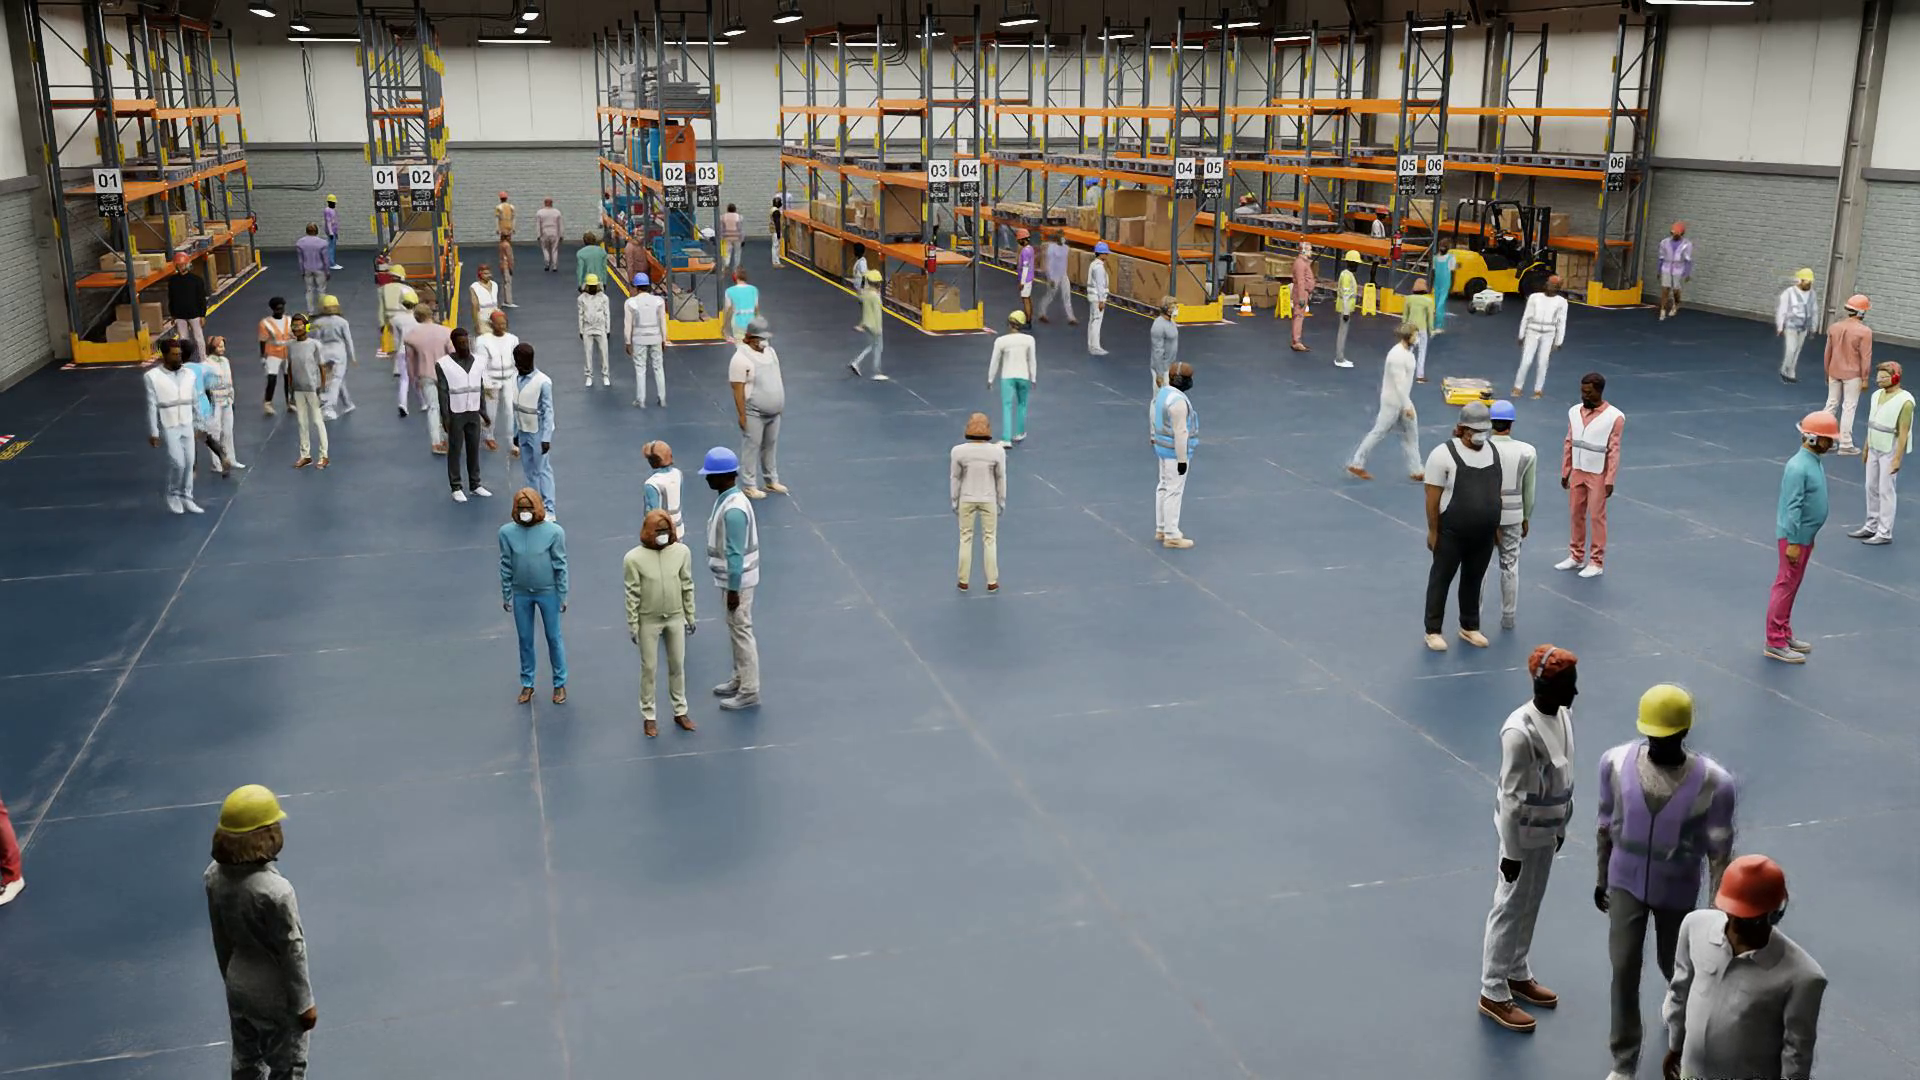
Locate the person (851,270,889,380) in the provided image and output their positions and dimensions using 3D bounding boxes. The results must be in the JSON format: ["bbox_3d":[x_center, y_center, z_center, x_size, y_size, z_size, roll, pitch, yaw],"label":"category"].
[{"bbox_3d":[-1.409,-3.372,26.197,0.512,1.753,0.526,-7,17,-26],"label":"person"}]

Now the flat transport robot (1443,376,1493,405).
[{"bbox_3d":[7.539,-2.225,24.699,0.652,0.197,1.431,4,15,13],"label":"flat transport robot"}]

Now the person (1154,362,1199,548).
[{"bbox_3d":[2.149,-0.853,16.532,0.429,1.839,0.633,-2,15,-8],"label":"person"}]

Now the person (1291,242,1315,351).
[{"bbox_3d":[6.052,-4.301,29.377,0.407,1.910,0.640,2,15,9],"label":"person"}]

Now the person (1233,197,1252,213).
[{"bbox_3d":[7.747,-8.613,45.992,0.577,1.699,0.909,-5,16,-17],"label":"person"}]

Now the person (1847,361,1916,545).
[{"bbox_3d":[9.245,-0.870,16.615,0.397,1.833,0.573,-1,15,-5],"label":"person"}]

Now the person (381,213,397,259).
[{"bbox_3d":[-15.842,-8.718,46.124,0.429,1.842,0.634,-10,18,-32],"label":"person"}]

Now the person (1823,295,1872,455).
[{"bbox_3d":[11.099,-2.066,20.798,0.382,1.993,0.622,-6,16,-23],"label":"person"}]

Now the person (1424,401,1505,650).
[{"bbox_3d":[4.084,-0.115,13.368,0.688,2.000,0.536,-4,15,-15],"label":"person"}]

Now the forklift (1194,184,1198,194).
[{"bbox_3d":[7.392,-11.333,53.972,1.873,2.768,1.129,-4,15,-15],"label":"forklift"}]

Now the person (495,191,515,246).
[{"bbox_3d":[-12.369,-8.539,45.307,0.567,1.921,0.690,-11,18,-36],"label":"person"}]

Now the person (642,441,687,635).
[{"bbox_3d":[-2.447,-0.023,13.794,0.309,1.640,0.511,5,16,18],"label":"person"}]

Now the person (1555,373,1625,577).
[{"bbox_3d":[5.879,-0.619,15.531,0.407,1.908,0.597,-9,17,-29],"label":"person"}]

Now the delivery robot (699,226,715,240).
[{"bbox_3d":[-7.679,-9.326,50.700,0.707,0.478,0.477,2,15,9],"label":"delivery robot"}]

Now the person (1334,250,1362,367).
[{"bbox_3d":[6.433,-3.841,27.615,0.384,1.923,0.590,4,15,14],"label":"person"}]

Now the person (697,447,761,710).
[{"bbox_3d":[-1.674,0.270,12.130,0.420,1.938,0.605,-4,15,-14],"label":"person"}]

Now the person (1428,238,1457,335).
[{"bbox_3d":[8.991,-4.737,31.174,0.643,1.820,0.543,-12,19,-37],"label":"person"}]

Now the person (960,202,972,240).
[{"bbox_3d":[0.205,-10.415,52.502,0.345,1.847,0.506,7,16,24],"label":"person"}]

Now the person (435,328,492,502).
[{"bbox_3d":[-5.503,-1.401,18.442,0.391,1.920,0.587,12,19,39],"label":"person"}]

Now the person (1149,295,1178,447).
[{"bbox_3d":[2.616,-2.153,21.233,0.365,1.939,0.636,6,16,21],"label":"person"}]

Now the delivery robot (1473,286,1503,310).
[{"bbox_3d":[10.936,-5.009,34.452,0.707,0.478,0.477,-14,20,-41],"label":"delivery robot"}]

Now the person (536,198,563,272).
[{"bbox_3d":[-10.566,-7.870,42.872,0.675,1.875,0.823,-4,15,-16],"label":"person"}]

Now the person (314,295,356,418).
[{"bbox_3d":[-8.767,-2.574,23.302,0.506,1.689,0.931,2,15,7],"label":"person"}]

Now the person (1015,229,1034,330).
[{"bbox_3d":[1.238,-5.017,32.026,0.365,1.932,0.543,3,15,11],"label":"person"}]

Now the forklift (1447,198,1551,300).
[{"bbox_3d":[11.913,-6.508,37.130,2.313,2.155,1.214,-4,15,-15],"label":"forklift"}]

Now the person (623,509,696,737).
[{"bbox_3d":[-2.083,0.570,11.590,0.501,1.625,0.294,-9,17,-31],"label":"person"}]

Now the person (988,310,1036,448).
[{"bbox_3d":[0.659,-2.072,21.337,0.596,1.723,0.721,-2,15,-8],"label":"person"}]

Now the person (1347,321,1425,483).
[{"bbox_3d":[5.015,-1.582,19.205,1.032,1.895,0.632,9,17,30],"label":"person"}]

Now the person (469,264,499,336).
[{"bbox_3d":[-7.505,-3.452,26.338,0.407,1.831,0.572,7,16,25],"label":"person"}]

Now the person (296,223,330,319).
[{"bbox_3d":[-13.008,-5.414,33.535,0.622,1.932,0.368,-1,15,-3],"label":"person"}]

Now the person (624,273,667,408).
[{"bbox_3d":[-4.530,-2.874,23.972,0.626,1.934,0.439,-7,17,-26],"label":"person"}]

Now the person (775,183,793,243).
[{"bbox_3d":[-5.322,-9.845,50.266,0.560,1.925,0.449,-3,15,-10],"label":"person"}]

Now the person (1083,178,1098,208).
[{"bbox_3d":[4.099,-10.364,52.144,0.630,1.933,0.682,12,19,38],"label":"person"}]

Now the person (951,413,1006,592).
[{"bbox_3d":[0.166,-0.334,14.991,0.502,1.627,0.271,0,15,2],"label":"person"}]

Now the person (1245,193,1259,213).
[{"bbox_3d":[8.318,-9.075,47.657,0.489,1.744,0.295,13,20,41],"label":"person"}]

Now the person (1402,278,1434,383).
[{"bbox_3d":[7.180,-3.292,26.131,0.513,1.626,0.280,13,19,40],"label":"person"}]

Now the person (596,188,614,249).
[{"bbox_3d":[-10.090,-9.001,47.105,0.836,1.889,0.588,-12,19,-38],"label":"person"}]

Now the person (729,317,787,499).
[{"bbox_3d":[-2.211,-1.485,18.526,0.537,2.000,0.684,10,18,33],"label":"person"}]

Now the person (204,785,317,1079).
[{"bbox_3d":[-2.781,1.809,6.700,0.486,1.744,0.298,8,17,28],"label":"person"}]
